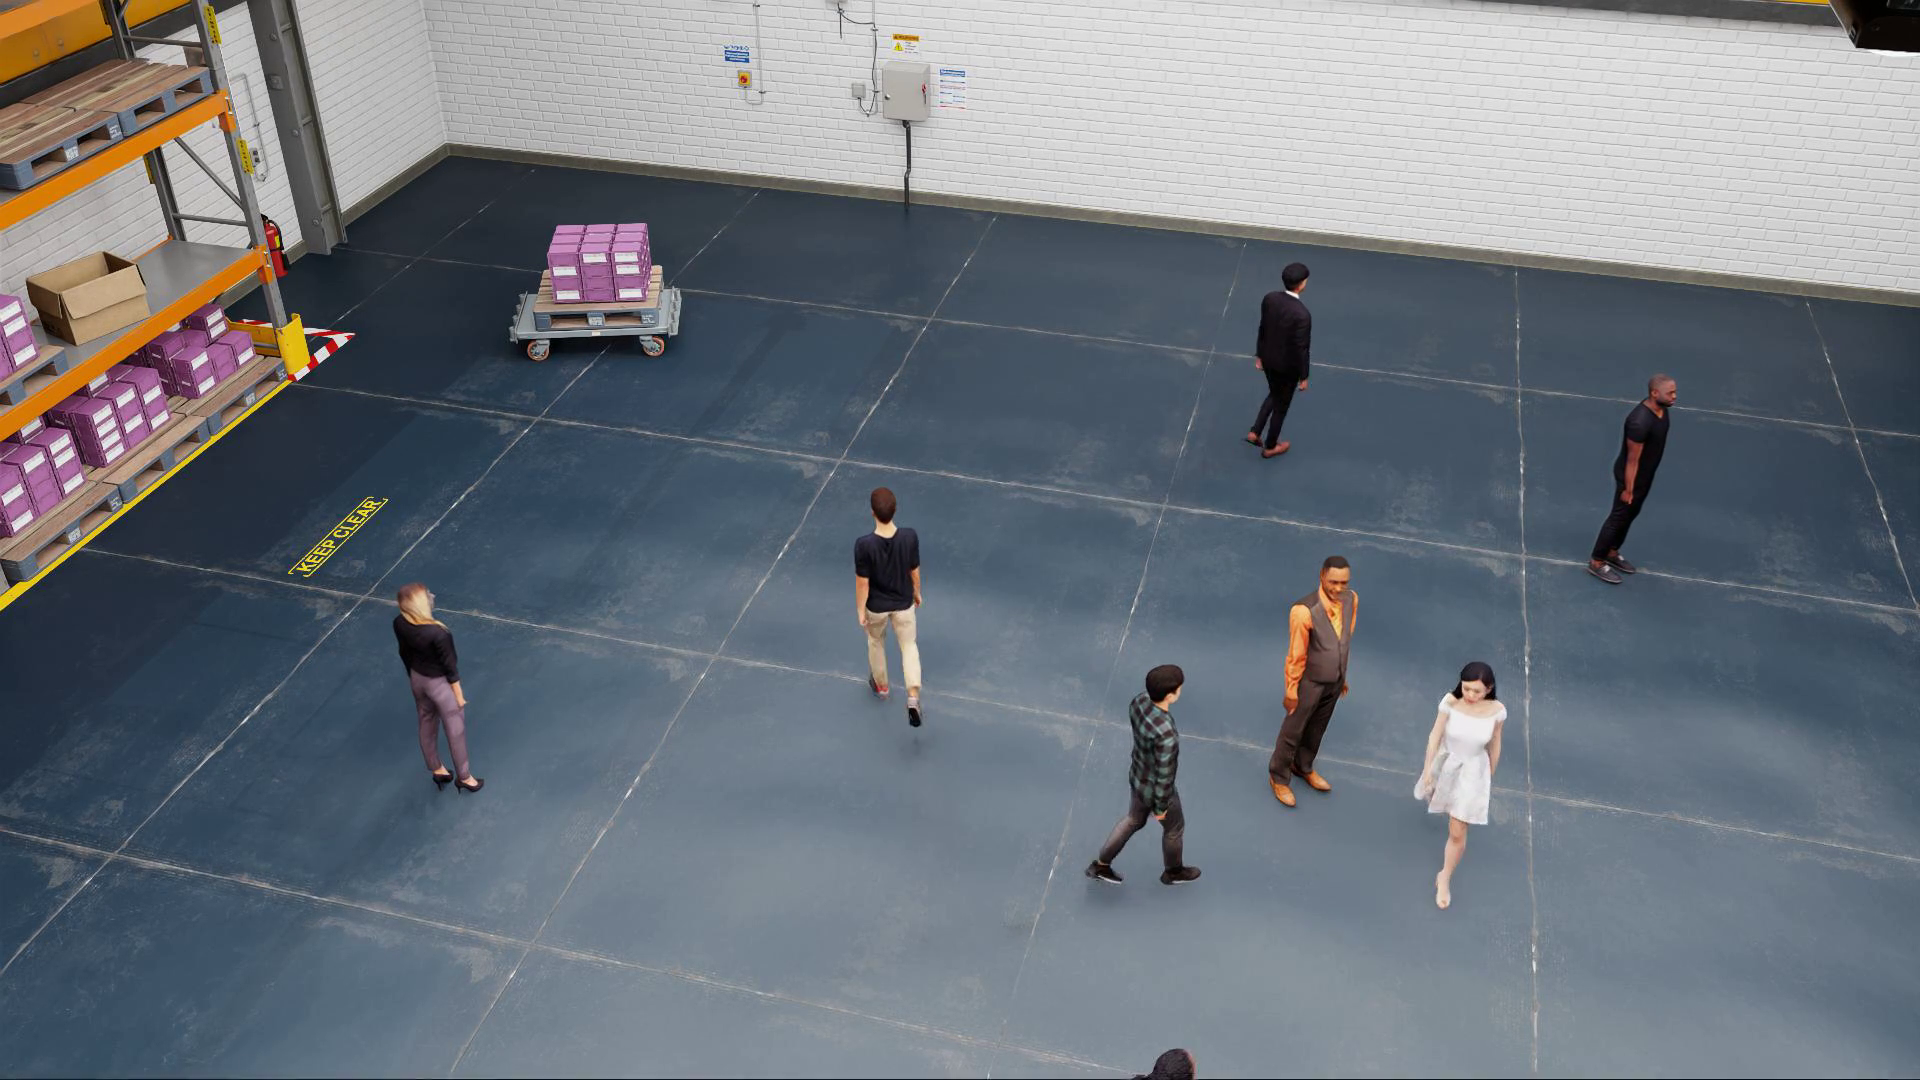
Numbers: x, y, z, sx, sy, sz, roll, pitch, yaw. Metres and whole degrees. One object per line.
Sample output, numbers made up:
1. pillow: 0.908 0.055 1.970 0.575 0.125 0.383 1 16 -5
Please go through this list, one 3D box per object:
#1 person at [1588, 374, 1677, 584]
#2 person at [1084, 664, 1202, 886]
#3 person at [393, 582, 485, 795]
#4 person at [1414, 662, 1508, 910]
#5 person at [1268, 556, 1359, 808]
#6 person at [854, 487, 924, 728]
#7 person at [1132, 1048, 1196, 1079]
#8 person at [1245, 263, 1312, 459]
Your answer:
1. person: 5.301 -0.506 13.080 0.807 1.817 0.663 25 41 32
2. person: 1.112 1.458 10.088 1.059 1.708 1.067 -13 36 -19
3. person: -3.464 0.993 10.957 0.630 1.670 0.587 15 37 21
4. person: 3.059 1.413 10.265 0.603 1.737 1.027 8 34 12
5. person: 2.322 0.891 10.896 0.782 1.908 0.843 -18 38 -25
6. person: -0.459 0.490 11.562 0.949 1.839 1.129 -9 35 -13
7. person: 0.903 3.047 7.822 0.844 1.720 0.778 -28 42 -35
8. person: 2.750 -1.537 14.583 0.930 1.870 0.879 -21 39 -28
